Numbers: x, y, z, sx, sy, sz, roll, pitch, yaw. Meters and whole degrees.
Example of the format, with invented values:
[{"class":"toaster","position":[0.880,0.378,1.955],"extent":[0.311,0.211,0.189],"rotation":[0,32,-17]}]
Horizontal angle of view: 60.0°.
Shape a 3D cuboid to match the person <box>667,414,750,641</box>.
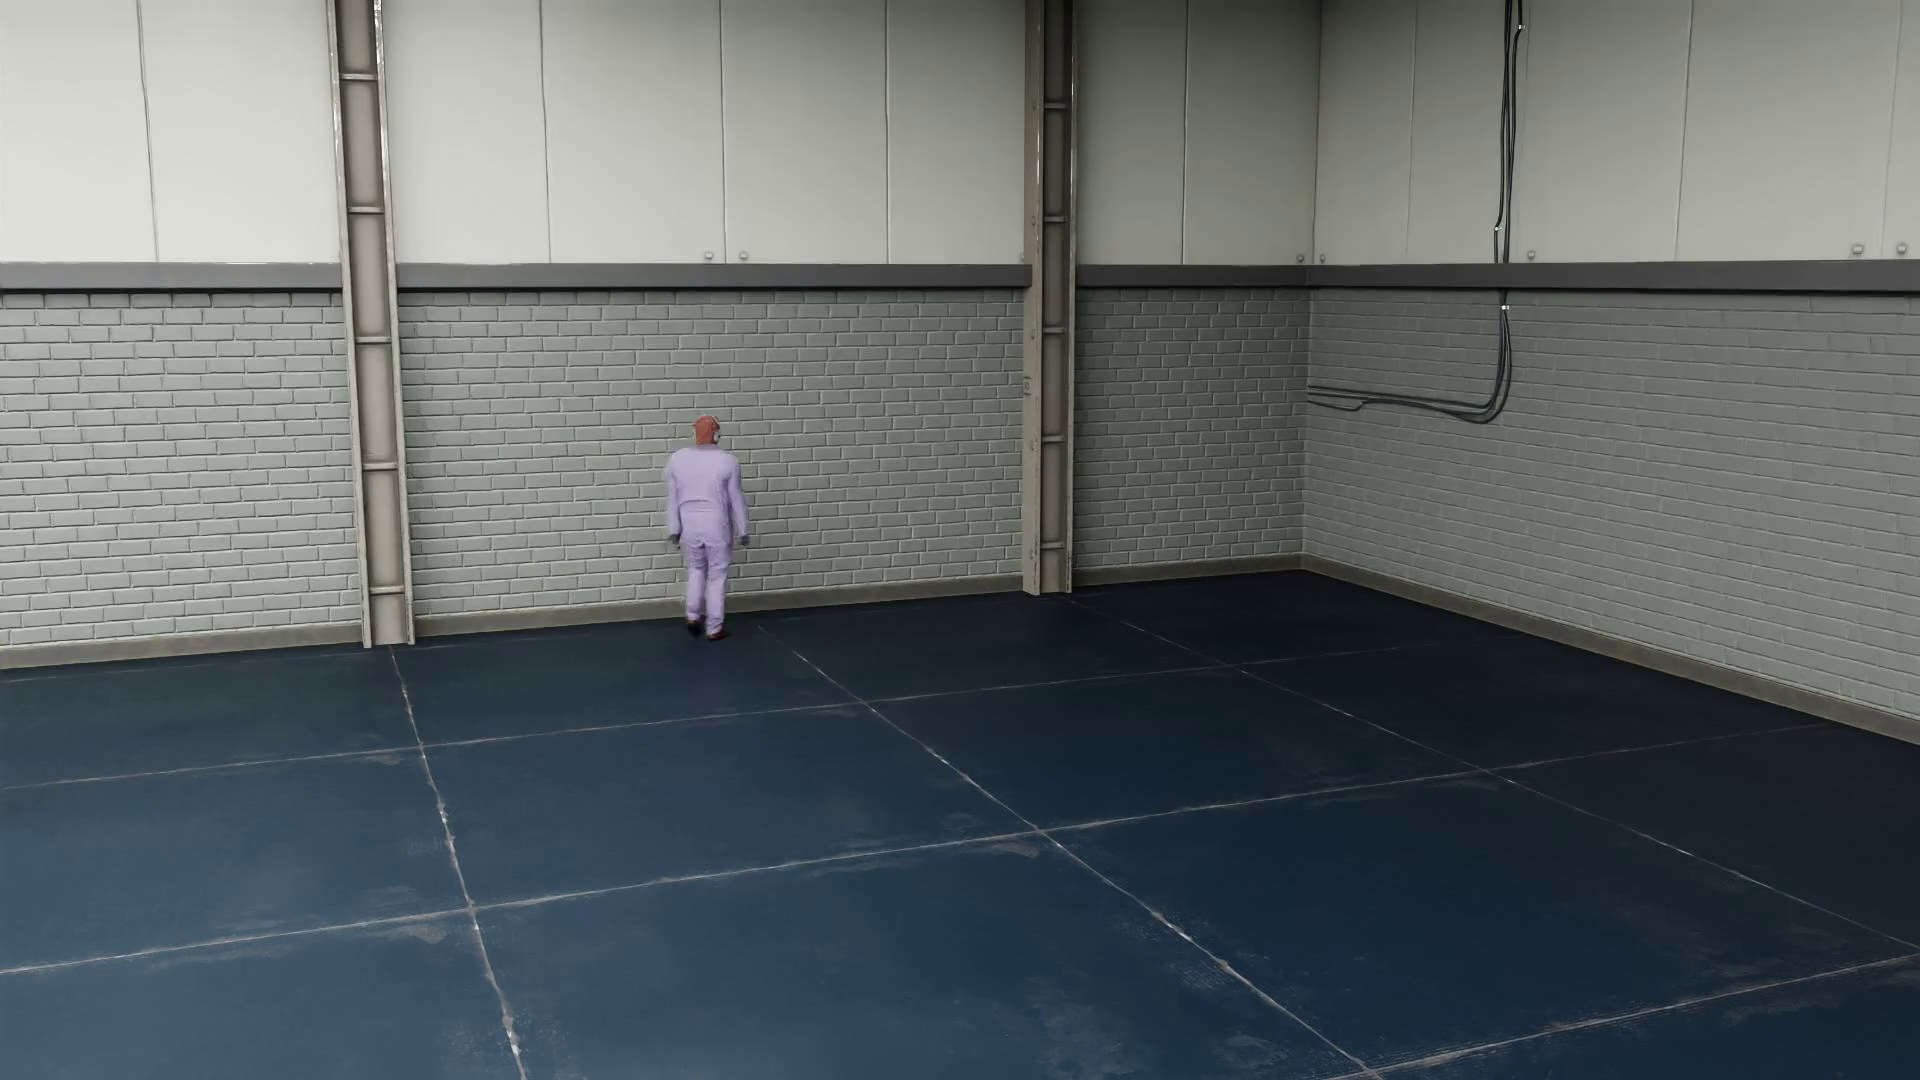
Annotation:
[{"class":"person","position":[-2.075,-0.101,13.819],"extent":[0.661,1.891,0.446],"rotation":[3,9,16]}]
